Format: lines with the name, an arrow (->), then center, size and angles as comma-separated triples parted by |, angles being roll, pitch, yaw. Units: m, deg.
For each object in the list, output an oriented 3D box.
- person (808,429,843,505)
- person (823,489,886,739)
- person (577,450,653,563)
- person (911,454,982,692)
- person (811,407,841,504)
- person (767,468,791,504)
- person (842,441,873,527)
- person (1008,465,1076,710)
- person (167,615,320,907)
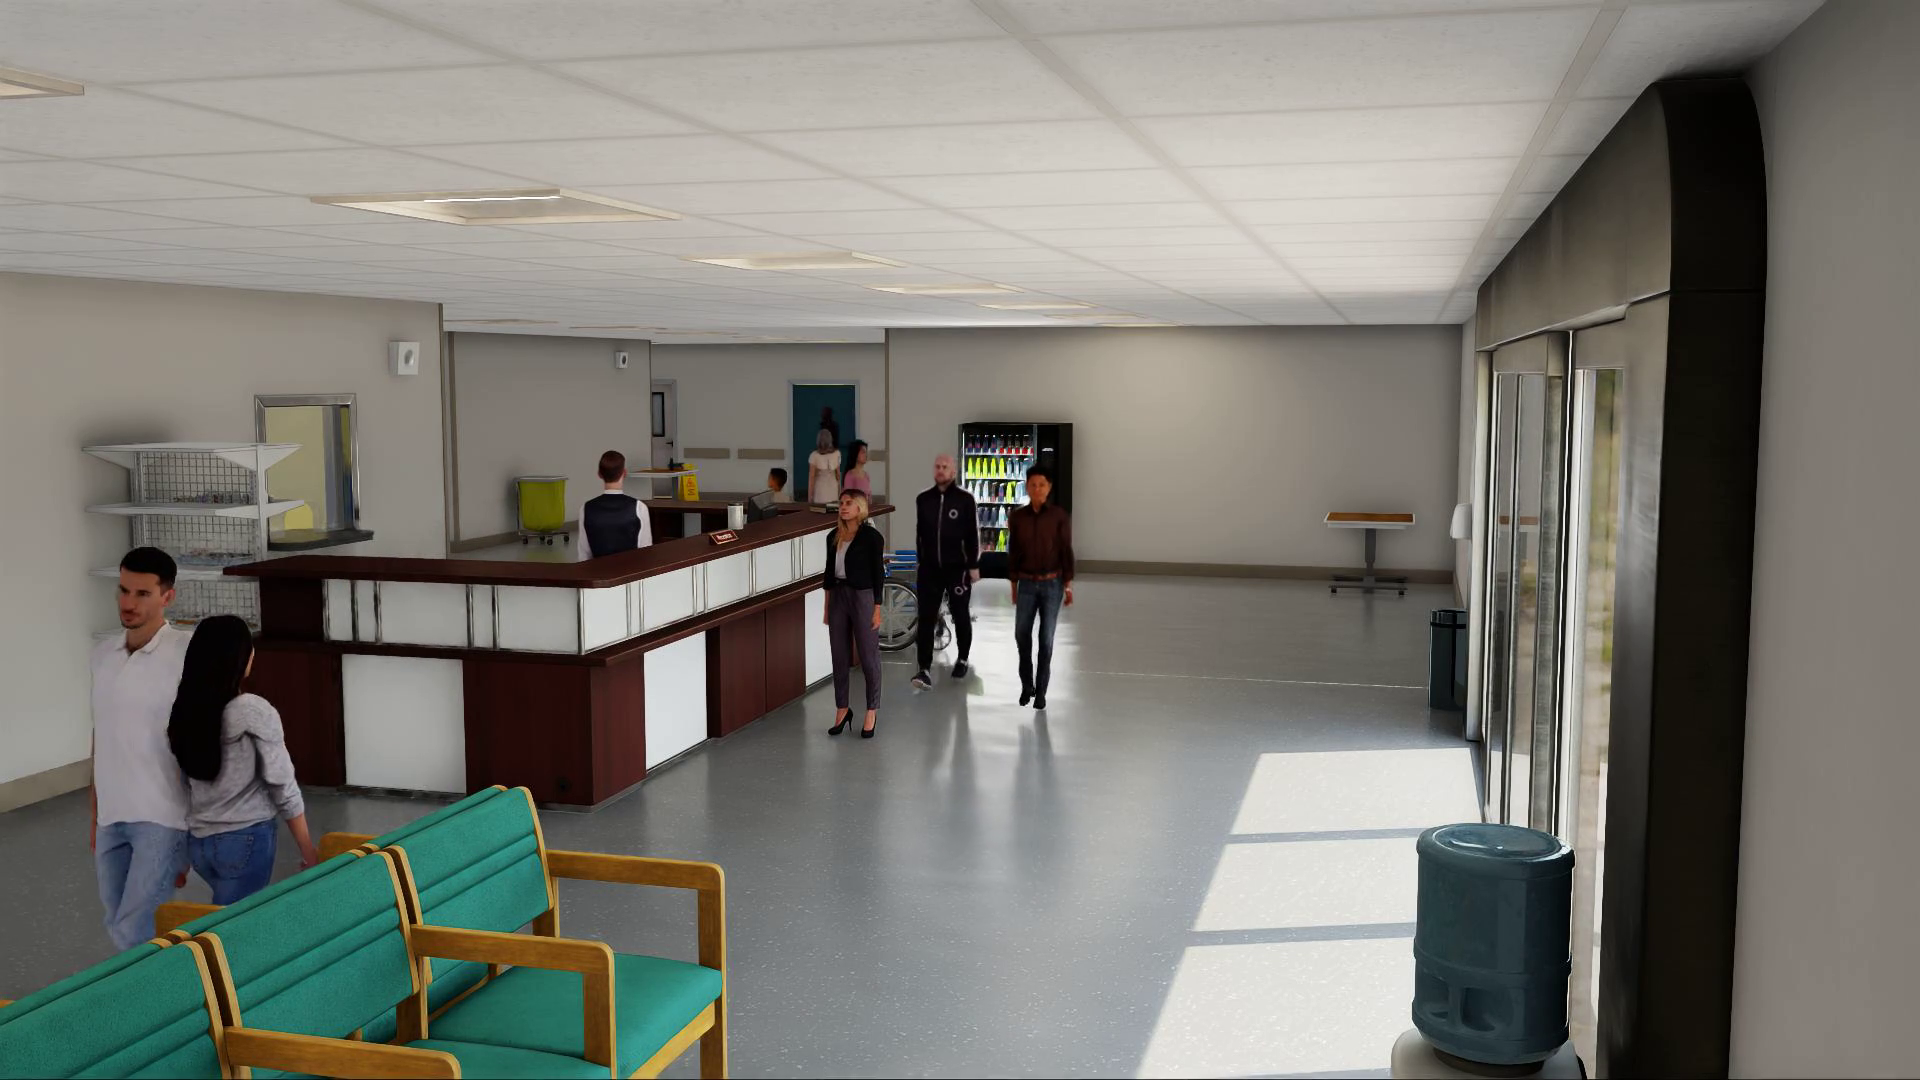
person -> -1.648, -0.529, 20.969 | 0.816, 1.721, 0.868 | -3, 6, -25
person -> -0.706, 0.484, 11.157 | 0.531, 1.671, 0.701 | 3, 6, 26
person -> -2.264, 0.372, 10.944 | 0.570, 1.935, 0.753 | 0, 6, 4
person -> -0.079, 0.267, 12.811 | 1.140, 1.771, 0.764 | 2, 6, 16
person -> -2.299, -1.516, 30.330 | 0.858, 1.812, 0.722 | 1, 6, 12
person -> -1.766, -0.005, 17.159 | 1.001, 1.441, 0.567 | 2, 6, 18
person -> -1.136, -0.165, 17.280 | 0.732, 1.737, 0.620 | 2, 6, 23
person -> 0.592, 0.345, 12.055 | 0.567, 1.767, 0.736 | 1, 6, 9
person -> -2.484, 1.089, 5.541 | 1.028, 1.590, 0.758 | 2, 6, 21
